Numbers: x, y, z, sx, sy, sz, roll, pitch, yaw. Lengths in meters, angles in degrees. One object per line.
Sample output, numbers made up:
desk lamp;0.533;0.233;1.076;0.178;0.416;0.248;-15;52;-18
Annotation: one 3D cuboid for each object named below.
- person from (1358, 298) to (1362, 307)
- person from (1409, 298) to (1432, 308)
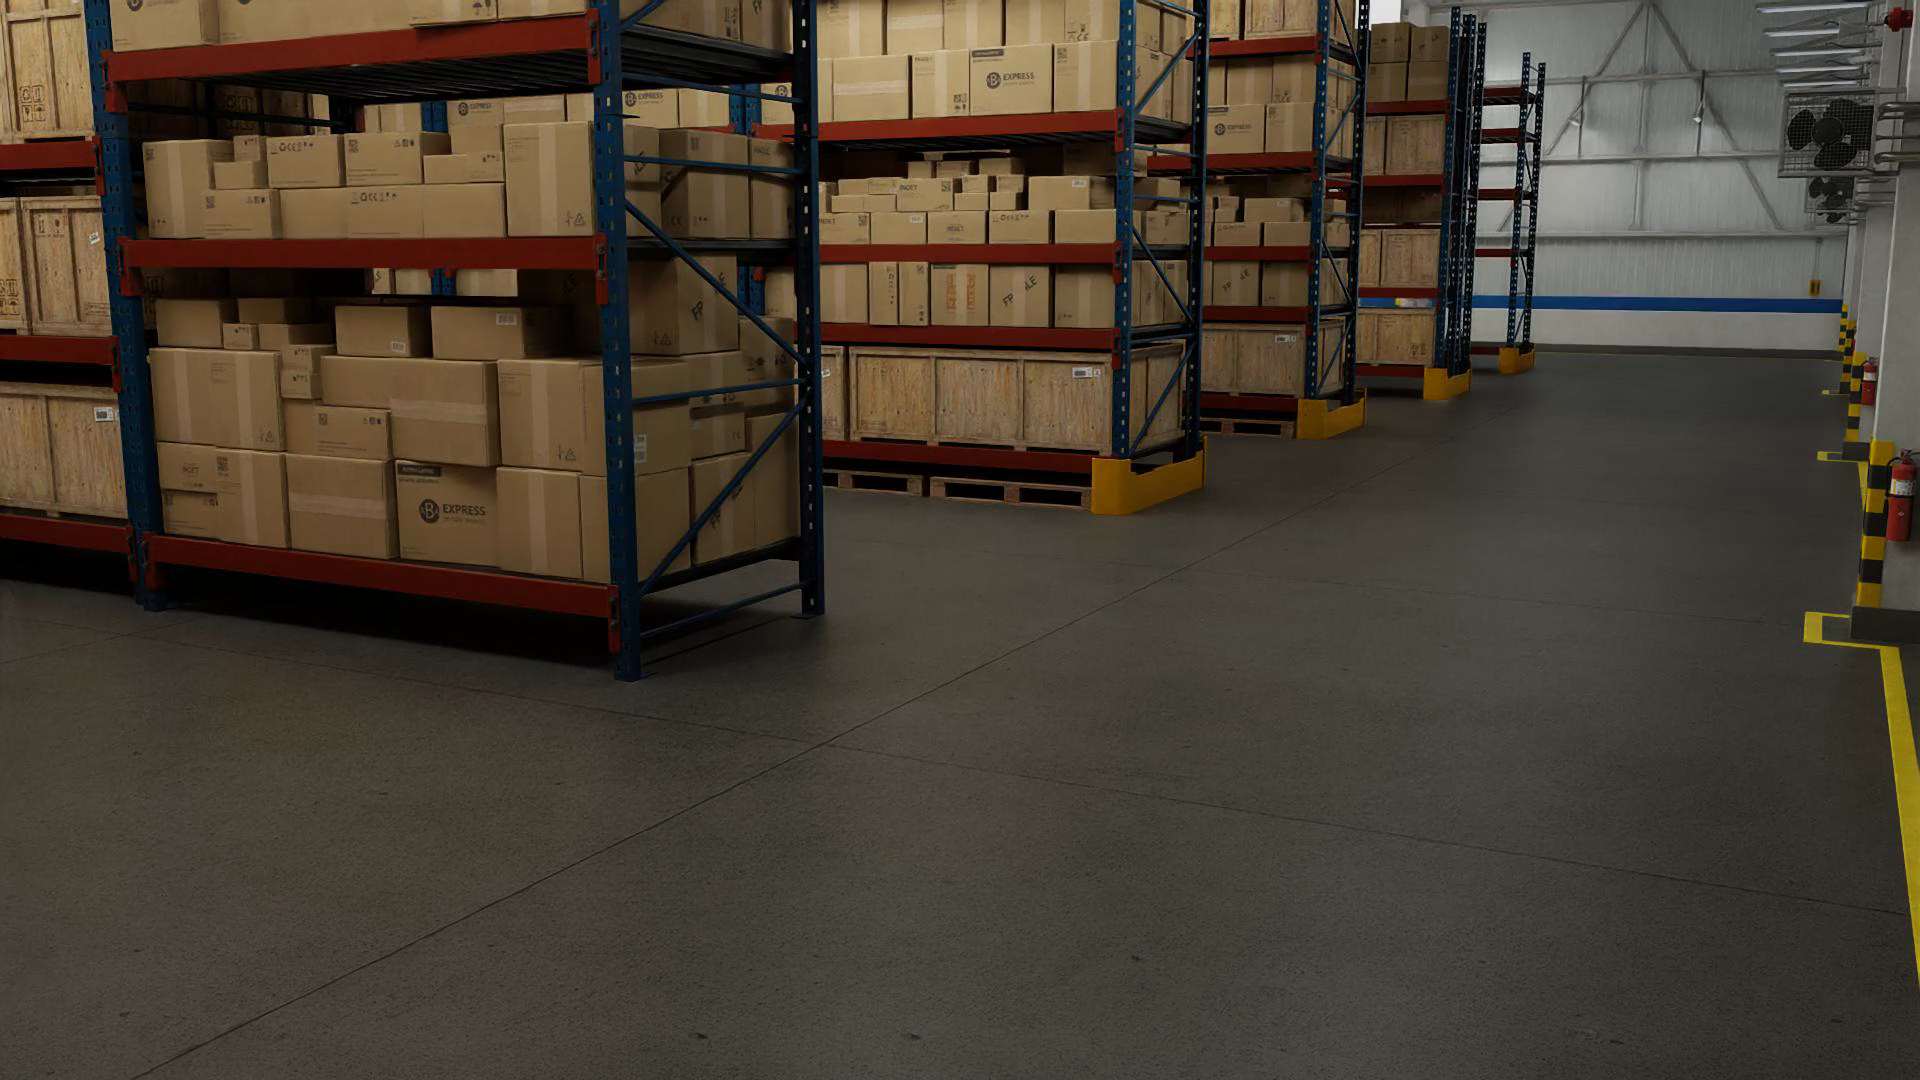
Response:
person;9.380;-5.360;39.675;0.627;1.709;0.356;8;13;39
person;10.443;-5.028;37.641;0.594;1.734;0.416;-4;11;-22
